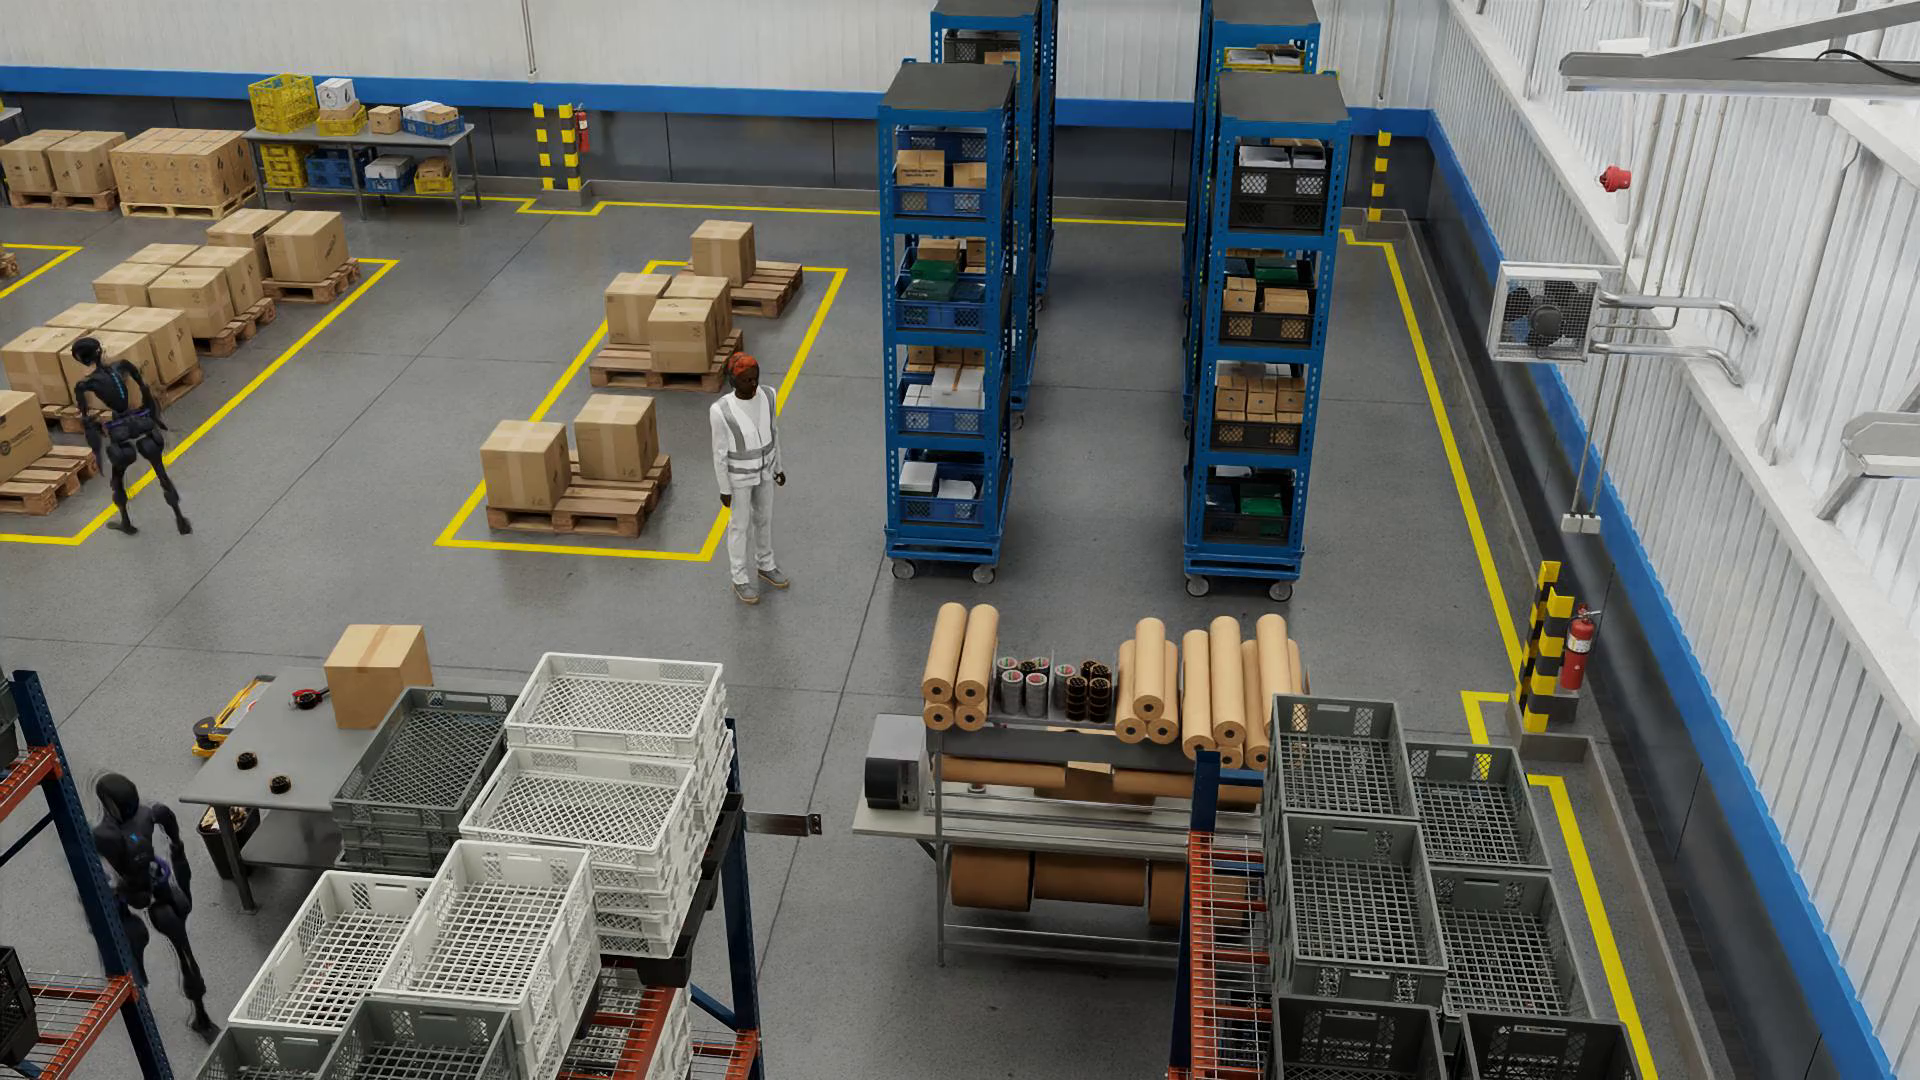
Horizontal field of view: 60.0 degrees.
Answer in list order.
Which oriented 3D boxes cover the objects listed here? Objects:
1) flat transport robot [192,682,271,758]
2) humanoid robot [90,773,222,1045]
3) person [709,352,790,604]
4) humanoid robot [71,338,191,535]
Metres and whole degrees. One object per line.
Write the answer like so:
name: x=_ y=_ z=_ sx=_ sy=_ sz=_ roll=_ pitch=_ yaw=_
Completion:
flat transport robot: x=-4.089 y=1.163 z=10.648 sx=1.431 sy=0.197 sz=0.652 roll=3 pitch=30 yaw=6
humanoid robot: x=-4.081 y=1.792 z=8.215 sx=0.635 sy=1.637 sz=0.567 roll=24 pitch=38 yaw=35
person: x=-1.489 y=-0.455 z=11.851 sx=0.354 sy=1.882 sz=0.577 roll=25 pitch=39 yaw=36
humanoid robot: x=-6.291 y=-0.790 z=12.660 sx=0.556 sy=1.612 sz=0.661 roll=22 pitch=36 yaw=32
